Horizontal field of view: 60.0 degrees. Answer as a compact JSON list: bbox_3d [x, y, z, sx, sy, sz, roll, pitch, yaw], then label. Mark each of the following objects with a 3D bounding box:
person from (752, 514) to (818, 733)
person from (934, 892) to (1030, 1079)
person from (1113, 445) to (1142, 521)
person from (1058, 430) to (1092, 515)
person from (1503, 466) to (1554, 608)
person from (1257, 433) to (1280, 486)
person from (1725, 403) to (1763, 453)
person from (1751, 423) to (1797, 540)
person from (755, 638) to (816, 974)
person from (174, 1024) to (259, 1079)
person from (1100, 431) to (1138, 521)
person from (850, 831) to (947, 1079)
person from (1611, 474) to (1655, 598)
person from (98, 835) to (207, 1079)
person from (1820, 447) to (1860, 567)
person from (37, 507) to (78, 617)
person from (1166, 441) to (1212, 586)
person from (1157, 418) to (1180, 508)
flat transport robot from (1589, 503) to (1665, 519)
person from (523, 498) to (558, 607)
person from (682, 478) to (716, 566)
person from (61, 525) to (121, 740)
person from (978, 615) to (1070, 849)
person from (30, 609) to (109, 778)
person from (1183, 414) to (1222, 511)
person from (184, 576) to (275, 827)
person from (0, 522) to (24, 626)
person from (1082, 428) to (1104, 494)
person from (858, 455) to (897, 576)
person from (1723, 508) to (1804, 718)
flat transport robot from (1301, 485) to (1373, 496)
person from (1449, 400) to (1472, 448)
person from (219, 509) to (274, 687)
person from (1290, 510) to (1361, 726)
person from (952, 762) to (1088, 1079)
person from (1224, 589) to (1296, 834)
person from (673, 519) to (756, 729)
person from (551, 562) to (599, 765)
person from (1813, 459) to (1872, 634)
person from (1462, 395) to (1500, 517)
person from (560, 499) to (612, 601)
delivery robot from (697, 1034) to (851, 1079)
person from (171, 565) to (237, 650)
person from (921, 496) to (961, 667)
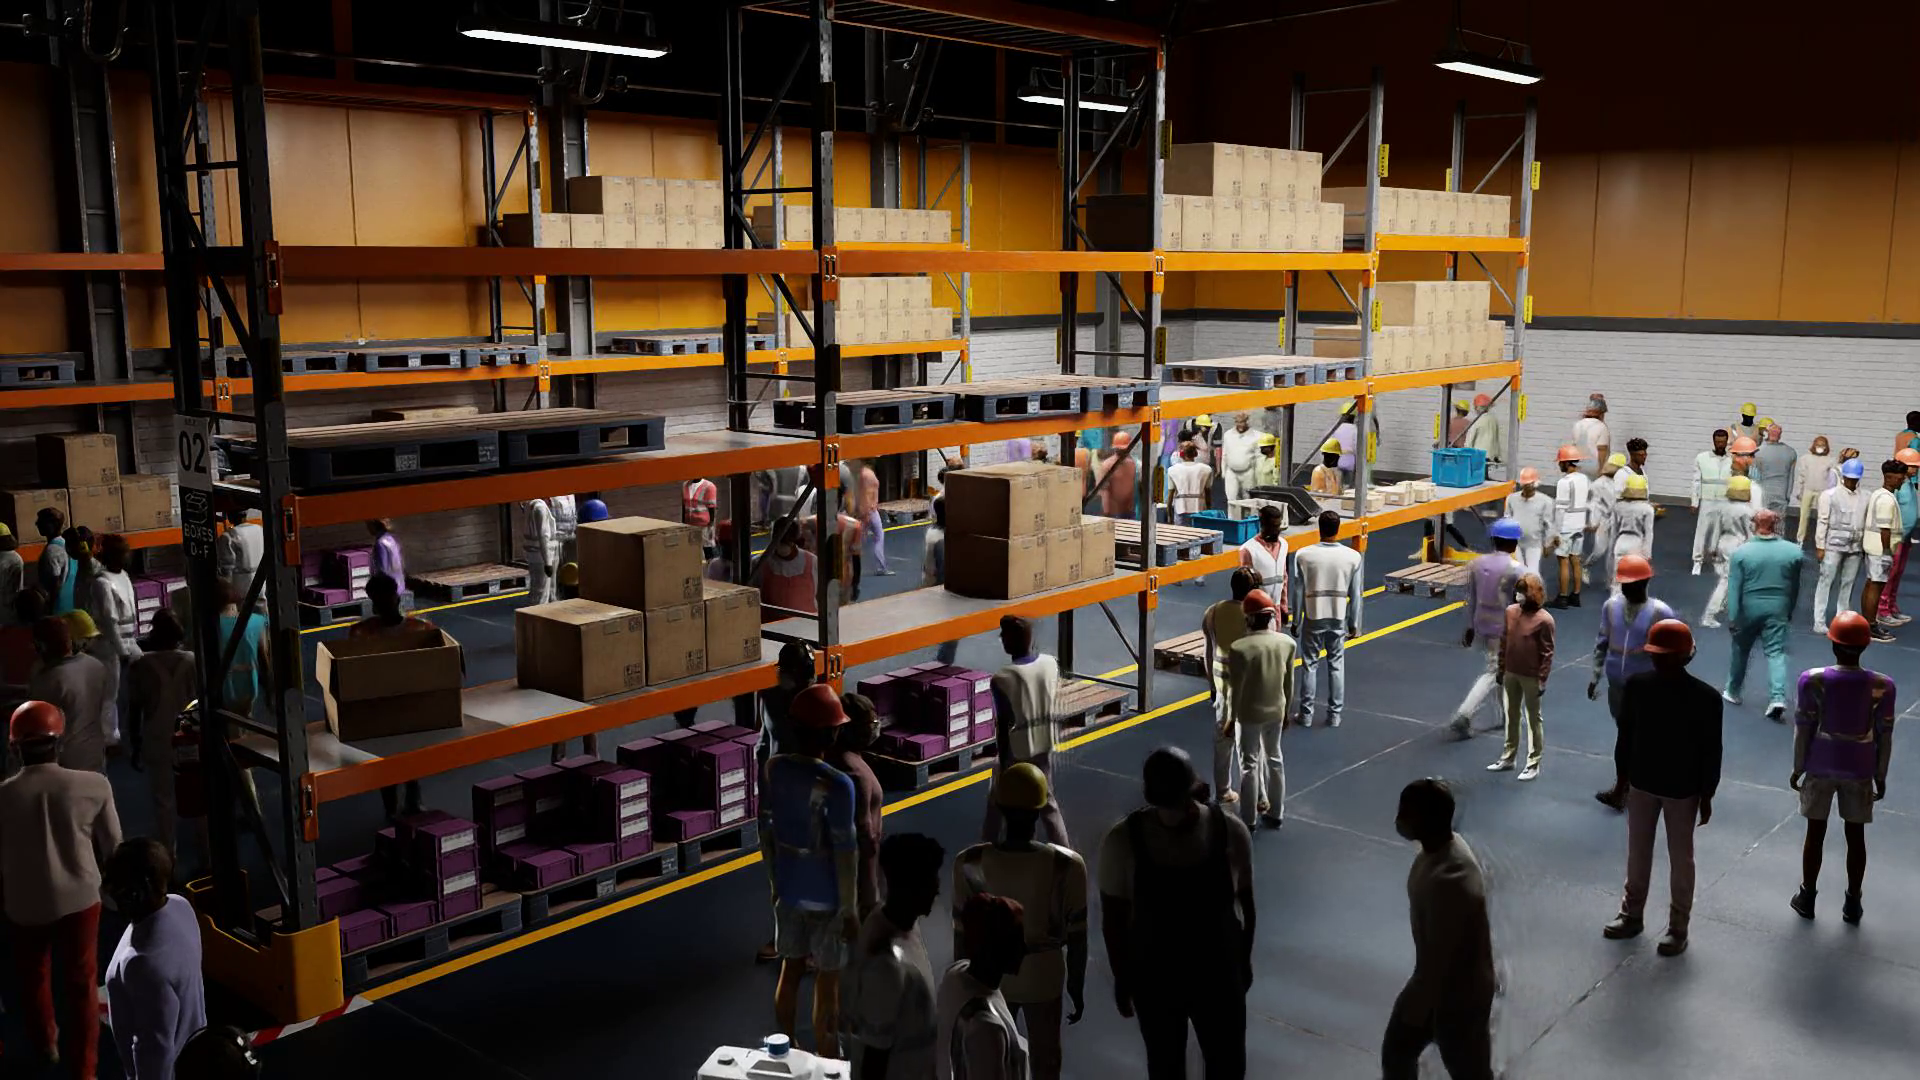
[{"bbox_3d":[-1.415,0.776,13.652,0.672,2.000,0.536,-2,10,-14],"label":"person"},{"bbox_3d":[0.076,2.157,5.876,0.337,1.882,0.583,-2,10,-12],"label":"person"},{"bbox_3d":[2.159,-0.422,21.578,0.552,1.785,0.929,1,10,9],"label":"person"},{"bbox_3d":[1.487,-0.582,22.095,0.585,1.929,0.370,-9,13,-43],"label":"person"},{"bbox_3d":[6.541,0.005,19.177,0.562,1.736,0.448,7,12,38],"label":"person"},{"bbox_3d":[4.164,-0.569,22.527,0.334,1.760,0.525,-3,10,-19],"label":"person"},{"bbox_3d":[12.061,-1.159,25.580,0.593,1.918,0.399,1,10,4],"label":"person"},{"bbox_3d":[10.872,-0.618,22.376,0.642,1.909,0.399,-1,10,-6],"label":"person"},{"bbox_3d":[-0.920,1.513,9.560,0.631,1.940,0.372,6,11,32],"label":"person"},{"bbox_3d":[-2.075,2.317,4.781,0.640,1.934,0.375,-3,10,-15],"label":"person"},{"bbox_3d":[1.971,-0.402,20.881,0.629,1.974,0.605,-8,13,-41],"label":"person"},{"bbox_3d":[-0.306,2.051,6.451,0.968,1.924,0.599,-1,10,-5],"label":"person"},{"bbox_3d":[7.494,0.124,18.460,0.685,1.716,0.512,-9,13,-42],"label":"person"},{"bbox_3d":[-3.046,2.054,6.325,0.372,1.940,0.632,-3,10,-18],"label":"person"},{"bbox_3d":[11.644,-0.408,21.953,0.521,1.633,0.314,-3,10,-18],"label":"person"},{"bbox_3d":[-8.235,0.611,15.220,0.344,1.847,0.505,-1,10,-6],"label":"person"},{"bbox_3d":[2.864,-0.322,20.828,0.562,1.836,0.385,0,10,-1],"label":"person"},{"bbox_3d":[3.396,-1.486,27.506,0.376,1.923,0.585,6,11,33],"label":"person"},{"bbox_3d":[10.559,-0.459,26.301,0.652,0.197,1.431,9,13,42],"label":"flat transport robot"},{"bbox_3d":[-4.419,0.201,17.555,0.358,1.883,0.572,-5,11,-25],"label":"person"},{"bbox_3d":[-3.210,-0.183,20.426,0.536,1.693,0.319,6,11,31],"label":"person"},{"bbox_3d":[-7.353,0.796,14.064,0.328,1.865,0.520,-6,11,-34],"label":"person"},{"bbox_3d":[0.410,1.367,10.846,0.582,1.805,0.929,-7,12,-35],"label":"person"},{"bbox_3d":[-5.831,1.366,10.818,0.616,1.809,0.633,4,10,25],"label":"person"},{"bbox_3d":[3.694,-1.171,25.337,0.611,2.028,0.409,4,10,22],"label":"person"},{"bbox_3d":[-5.376,1.148,12.131,0.955,1.796,0.580,7,12,37],"label":"person"},{"bbox_3d":[-8.680,0.685,15.129,0.323,1.729,0.492,-1,10,-6],"label":"person"},{"bbox_3d":[2.303,-1.667,29.151,0.385,1.732,0.621,-5,11,-25],"label":"person"},{"bbox_3d":[-1.229,-0.387,21.494,0.742,1.740,0.526,-3,10,-17],"label":"person"},{"bbox_3d":[7.228,0.640,14.983,0.646,1.865,0.917,2,10,10],"label":"person"},{"bbox_3d":[6.540,-0.798,28.325,0.652,0.197,1.431,-7,12,-37],"label":"flat transport robot"},{"bbox_3d":[8.449,-1.503,28.197,0.574,1.738,0.572,-9,13,-42],"label":"person"},{"bbox_3d":[-6.775,0.484,15.736,0.382,1.928,0.546,4,10,24],"label":"person"},{"bbox_3d":[3.202,0.694,14.561,0.597,1.907,0.404,0,10,-2],"label":"person"},{"bbox_3d":[0.260,1.908,7.232,0.588,1.927,0.370,0,10,2],"label":"person"},{"bbox_3d":[2.119,1.216,11.889,0.573,1.746,0.346,-5,11,-26],"label":"person"},{"bbox_3d":[-2.002,0.772,14.057,0.756,1.918,0.551,-6,11,-34],"label":"person"},{"bbox_3d":[-2.986,1.045,12.859,0.522,1.772,0.303,-2,10,-13],"label":"person"},{"bbox_3d":[9.640,0.073,18.138,0.615,1.940,0.405,-1,10,-4],"label":"person"},{"bbox_3d":[8.364,-1.367,26.776,0.636,1.936,1.045,-6,11,-31],"label":"person"},{"bbox_3d":[-3.279,0.591,15.069,0.654,1.928,0.557,6,11,30],"label":"person"},{"bbox_3d":[-0.824,2.491,7.559,0.707,0.478,0.477,2,10,14],"label":"delivery robot"},{"bbox_3d":[-6.397,0.910,14.134,0.539,1.592,0.774,-3,10,-20],"label":"person"},{"bbox_3d":[-0.129,0.509,15.667,0.476,1.896,0.630,-1,10,-7],"label":"person"}]
